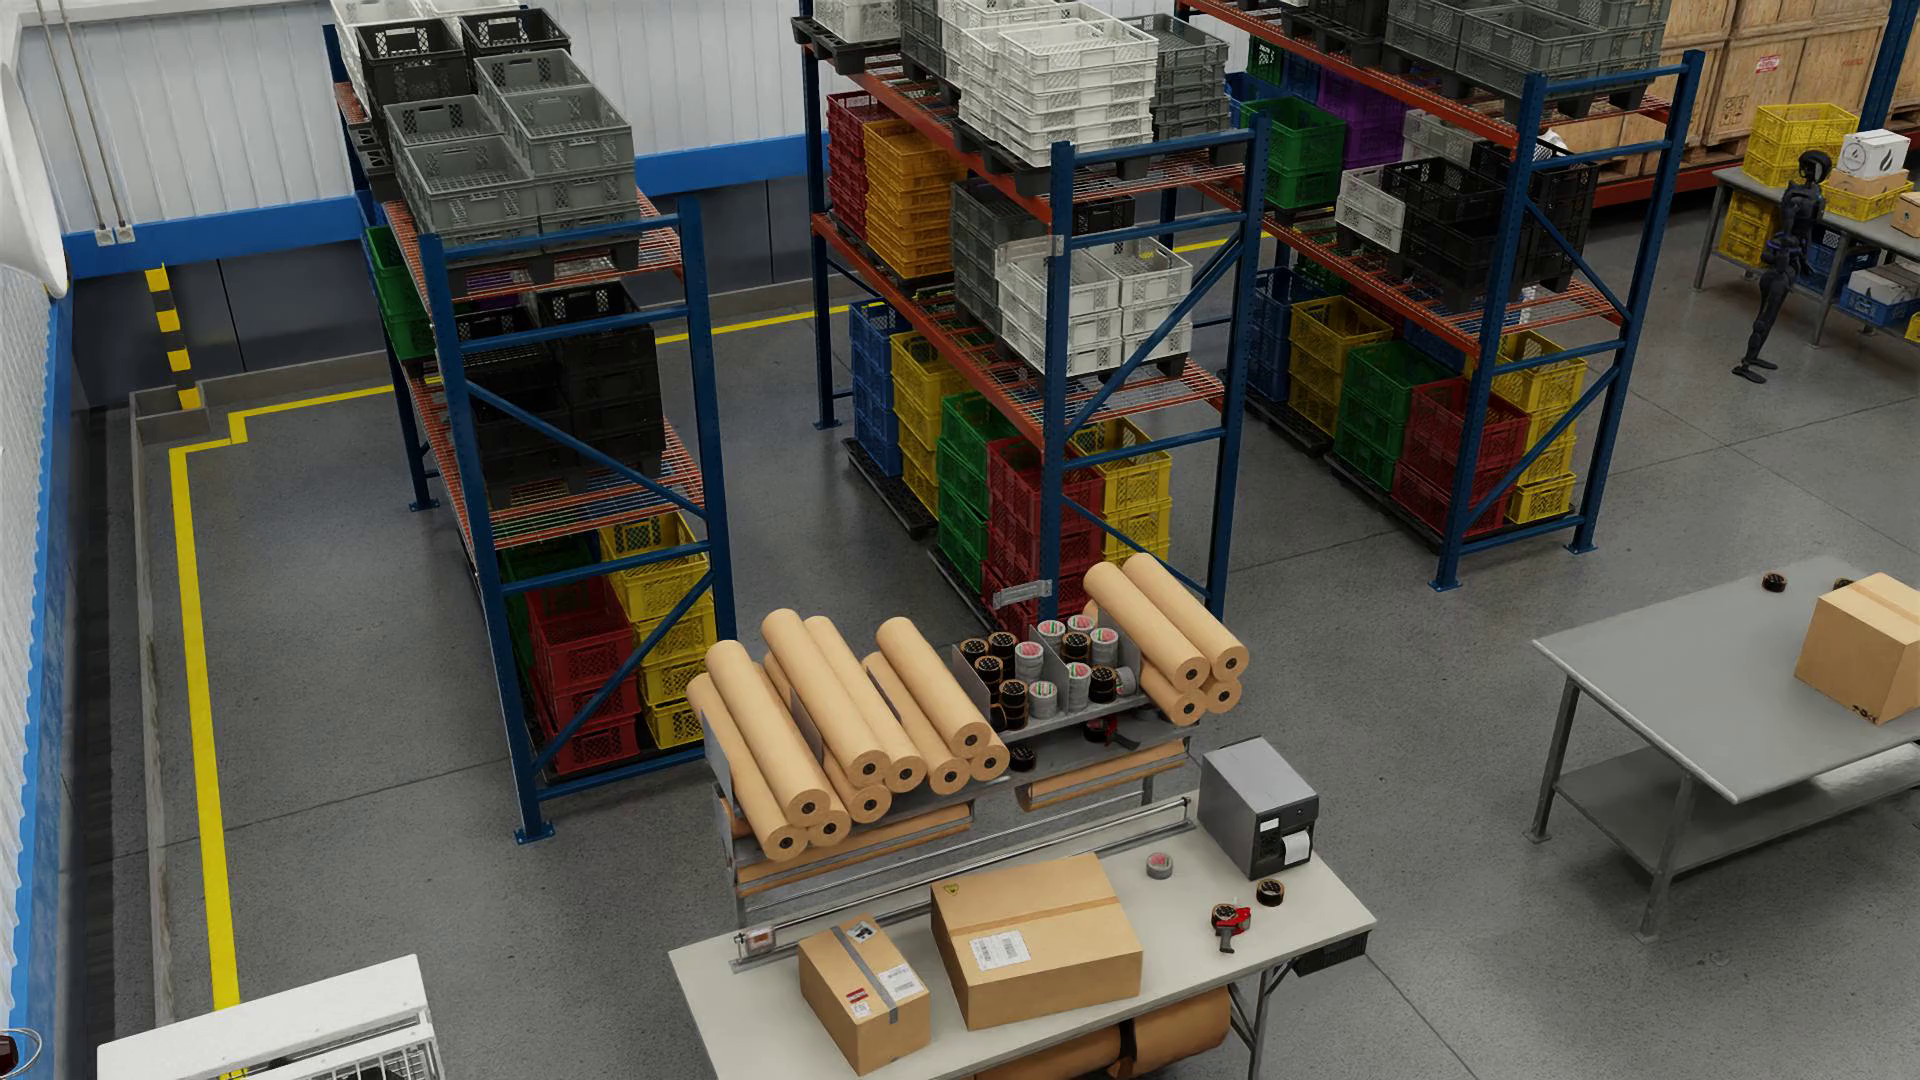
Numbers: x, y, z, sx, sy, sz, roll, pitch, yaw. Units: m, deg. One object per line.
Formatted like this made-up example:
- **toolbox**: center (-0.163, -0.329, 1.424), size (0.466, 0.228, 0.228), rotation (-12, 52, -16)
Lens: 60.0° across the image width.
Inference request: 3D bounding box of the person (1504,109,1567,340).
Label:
- **person**: center (4.180, -2.411, 12.345), size (0.337, 1.882, 0.583), rotation (-10, 33, -15)

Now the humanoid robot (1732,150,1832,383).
- **humanoid robot**: center (5.857, -1.940, 11.764), size (0.330, 1.657, 0.586), rotation (24, 39, 33)
